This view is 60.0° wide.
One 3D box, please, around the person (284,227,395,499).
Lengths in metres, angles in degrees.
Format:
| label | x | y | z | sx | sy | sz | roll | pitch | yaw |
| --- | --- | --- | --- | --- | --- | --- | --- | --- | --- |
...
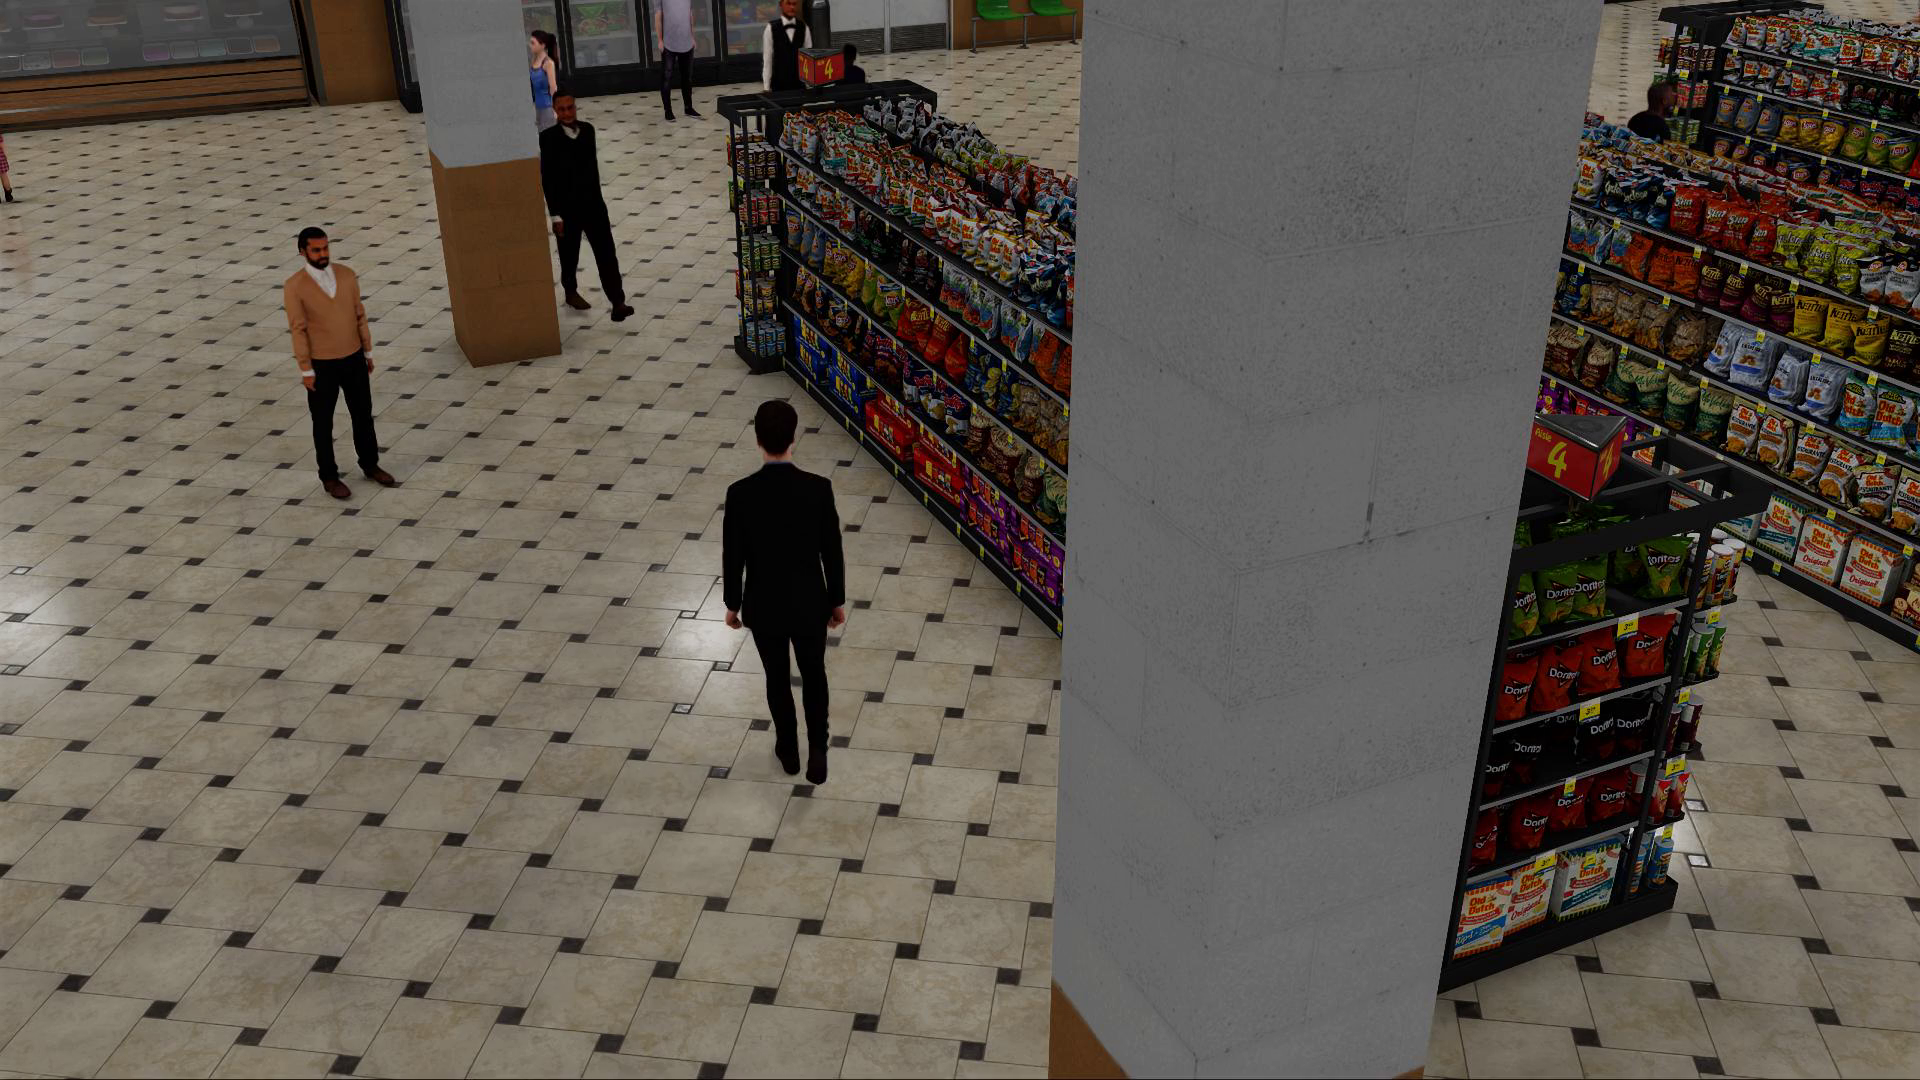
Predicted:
| label | x | y | z | sx | sy | sz | roll | pitch | yaw |
| --- | --- | --- | --- | --- | --- | --- | --- | --- | --- |
| person | -3.967 | -1.138 | 10.546 | 0.698 | 1.751 | 0.723 | 23 | 35 | 38 |

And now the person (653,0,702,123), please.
| label | x | y | z | sx | sy | sz | roll | pitch | yaw |
| --- | --- | --- | --- | --- | --- | --- | --- | --- | --- |
| person | -3.426 | -6.028 | 20.094 | 0.710 | 1.838 | 0.650 | -18 | 32 | -31 |

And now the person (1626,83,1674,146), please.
| label | x | y | z | sx | sy | sz | roll | pitch | yaw |
| --- | --- | --- | --- | --- | --- | --- | --- | --- | --- |
| person | 5.699 | -2.913 | 13.981 | 0.781 | 1.811 | 0.598 | -3 | 27 | -7 |

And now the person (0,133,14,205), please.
| label | x | y | z | sx | sy | sz | roll | pitch | yaw |
| --- | --- | --- | --- | --- | --- | --- | --- | --- | --- |
| person | -9.833 | -3.933 | 16.865 | 0.475 | 1.022 | 0.496 | -21 | 34 | -35 |

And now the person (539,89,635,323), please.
| label | x | y | z | sx | sy | sz | roll | pitch | yaw |
| --- | --- | --- | --- | --- | --- | --- | --- | --- | --- |
| person | -3.162 | -2.698 | 13.517 | 0.915 | 1.847 | 1.312 | -21 | 34 | -35 |

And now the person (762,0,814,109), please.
| label | x | y | z | sx | sy | sz | roll | pitch | yaw |
| --- | --- | --- | --- | --- | --- | --- | --- | --- | --- |
| person | -1.852 | -4.863 | 17.723 | 0.721 | 1.905 | 0.709 | -10 | 29 | -19 |

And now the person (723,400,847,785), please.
| label | x | y | z | sx | sy | sz | roll | pitch | yaw |
| --- | --- | --- | --- | --- | --- | --- | --- | --- | --- |
| person | -0.778 | 0.318 | 7.541 | 0.819 | 1.872 | 0.991 | -6 | 28 | -12 |

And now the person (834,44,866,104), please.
| label | x | y | z | sx | sy | sz | roll | pitch | yaw |
| --- | --- | --- | --- | --- | --- | --- | --- | --- | --- |
| person | -1.191 | -4.776 | 18.264 | 0.584 | 1.259 | 0.713 | -7 | 28 | -13 |
